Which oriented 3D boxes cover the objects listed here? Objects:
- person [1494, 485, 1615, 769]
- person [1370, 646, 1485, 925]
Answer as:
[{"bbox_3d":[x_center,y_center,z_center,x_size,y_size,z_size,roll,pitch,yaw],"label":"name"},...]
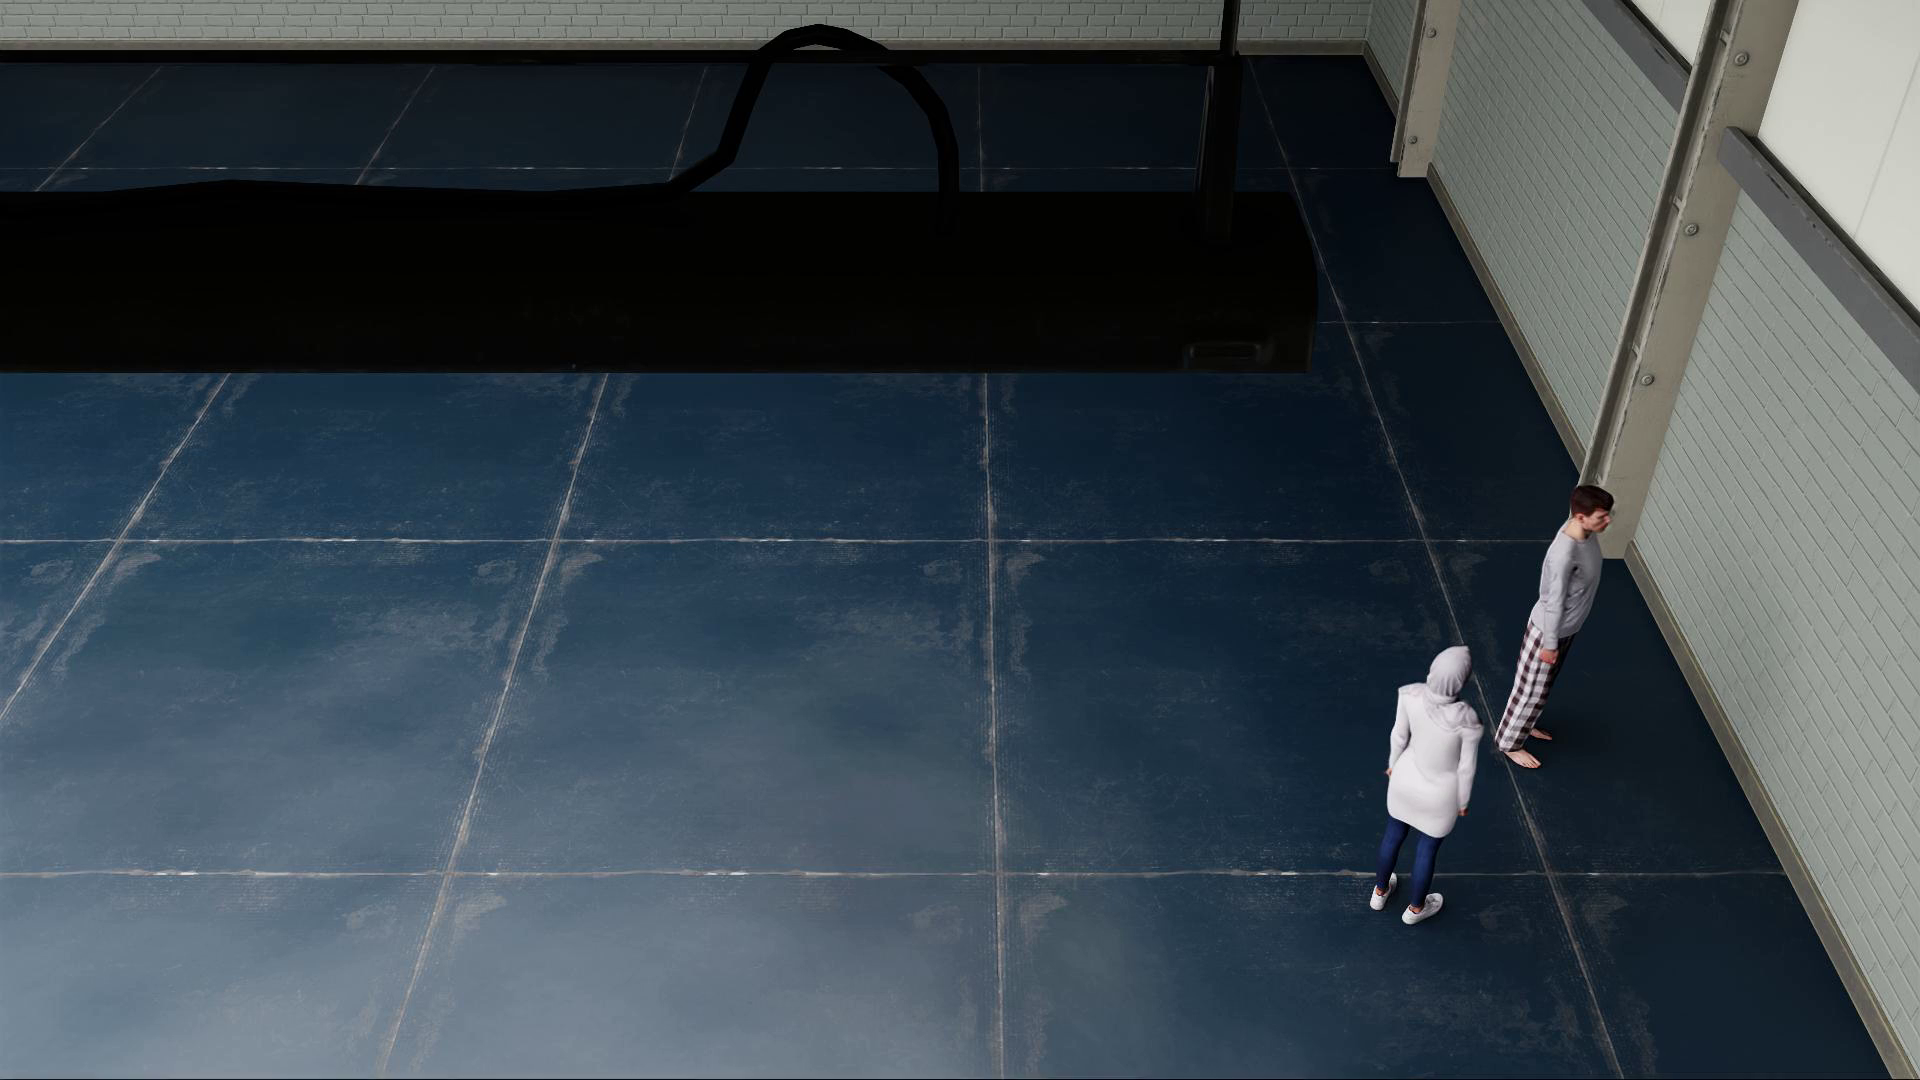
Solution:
[{"bbox_3d":[3.327,0.460,9.314,0.766,1.847,0.664,22,43,27],"label":"person"},{"bbox_3d":[2.334,1.239,8.349,0.688,1.775,0.737,29,46,33],"label":"person"}]
